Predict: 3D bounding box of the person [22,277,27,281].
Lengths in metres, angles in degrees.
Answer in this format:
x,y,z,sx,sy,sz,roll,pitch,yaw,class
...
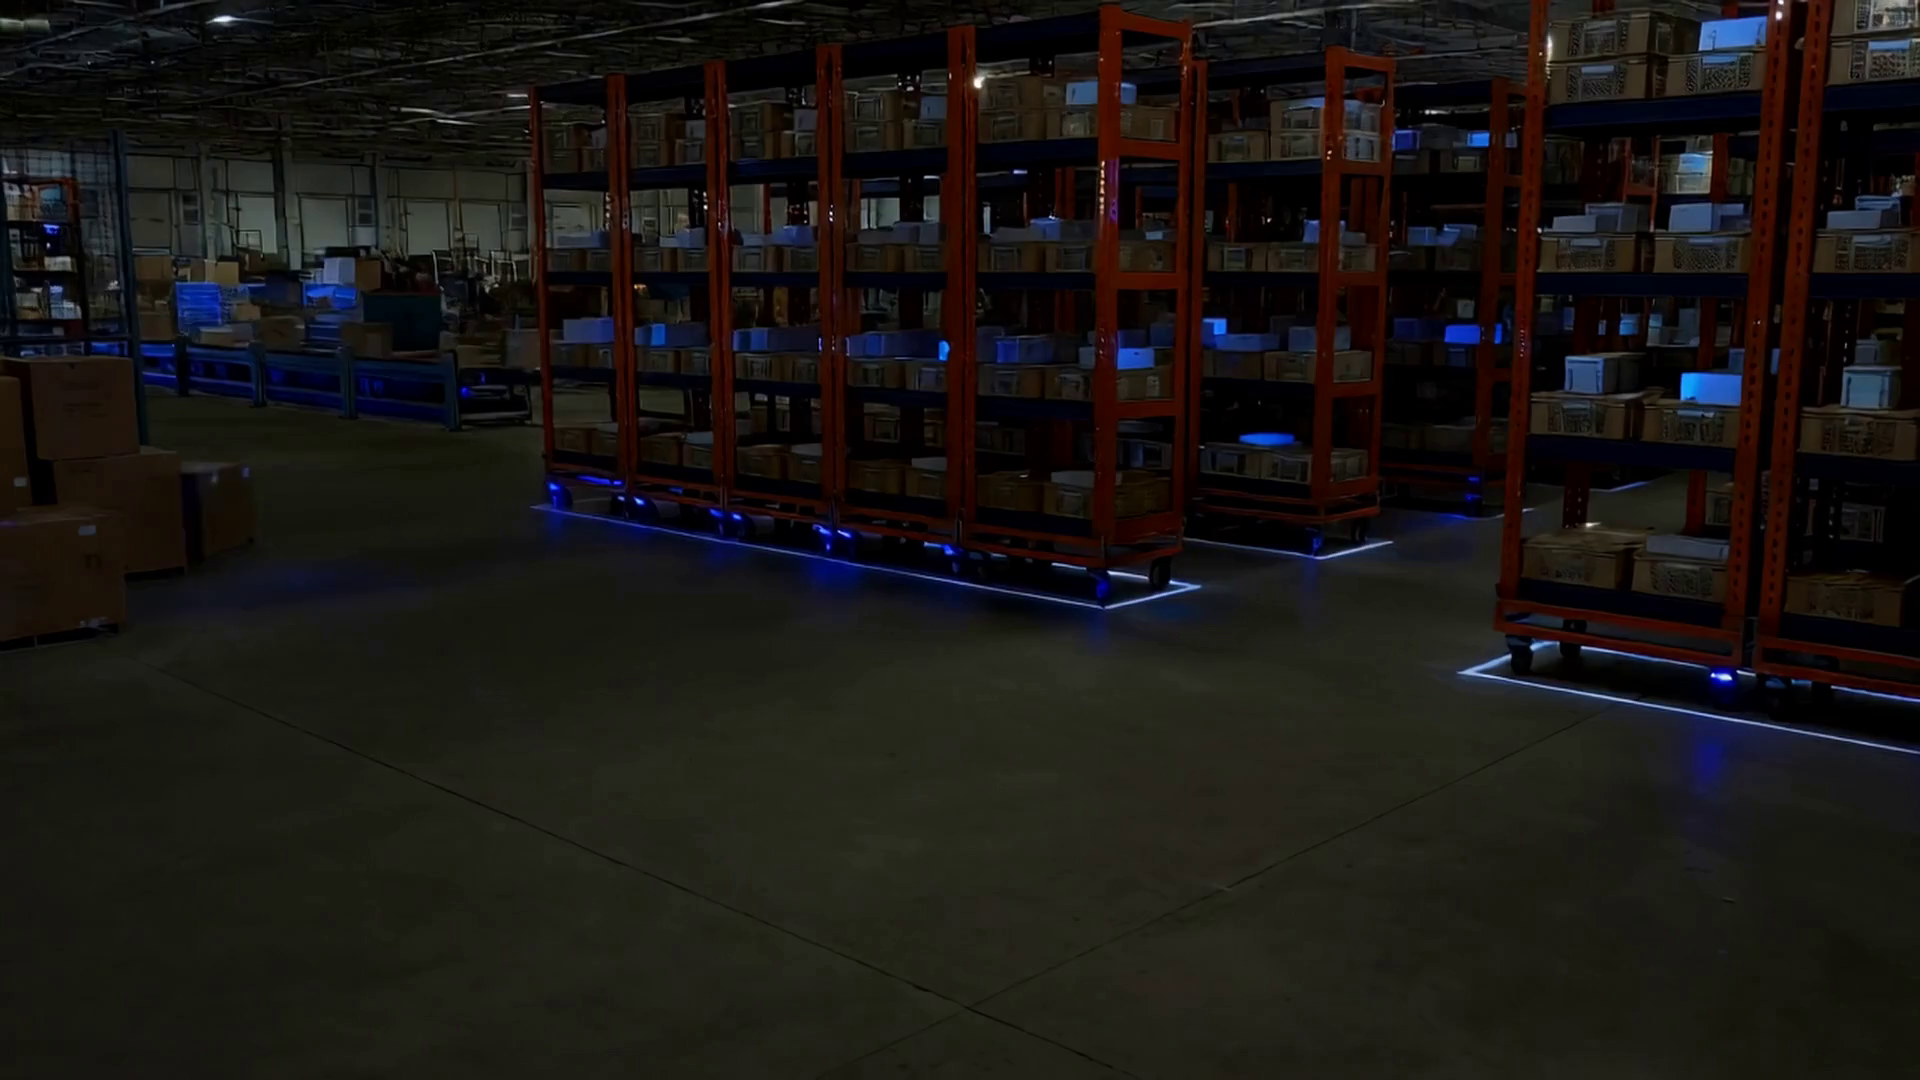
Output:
x,y,z,sx,sy,sz,roll,pitch,yaw,class
-43.409,-11.359,77.069,0.526,1.751,0.690,8,12,39,person

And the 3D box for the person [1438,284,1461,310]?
x,y,z,sx,sy,sz,roll,pitch,yaw,class
8.161,-3.424,27.983,0.431,1.881,0.670,-3,10,-17,person

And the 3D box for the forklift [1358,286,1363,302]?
x,y,z,sx,sy,sz,roll,pitch,yaw,class
11.100,-7.017,46.970,1.873,2.768,1.129,9,13,43,forklift

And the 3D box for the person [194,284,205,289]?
x,y,z,sx,sy,sz,roll,pitch,yaw,class
-22.384,-6.870,49.139,0.597,1.870,0.406,9,13,43,person

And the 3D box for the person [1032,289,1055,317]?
x,y,z,sx,sy,sz,roll,pitch,yaw,class
1.044,-2.407,21.468,0.747,1.978,0.626,-6,11,-33,person

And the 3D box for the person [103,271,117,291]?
x,y,z,sx,sy,sz,roll,pitch,yaw,class
-28.106,-7.948,55.243,1.014,2.000,0.720,-6,11,-32,person

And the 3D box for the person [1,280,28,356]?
x,y,z,sx,sy,sz,roll,pitch,yaw,class
-20.418,-4.688,35.904,0.623,1.835,0.547,9,13,43,person

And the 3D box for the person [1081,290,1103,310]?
x,y,z,sx,sy,sz,roll,pitch,yaw,class
1.667,-2.188,20.631,0.418,1.807,0.600,-6,11,-33,person

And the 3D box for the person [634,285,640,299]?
x,y,z,sx,sy,sz,roll,pitch,yaw,class
-17.606,-13.539,90.120,0.507,1.847,0.343,-1,9,-5,person

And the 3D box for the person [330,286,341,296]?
x,y,z,sx,sy,sz,roll,pitch,yaw,class
-19.603,-7.420,52.316,0.361,1.939,0.542,-4,10,-22,person

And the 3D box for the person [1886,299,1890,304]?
x,y,z,sx,sy,sz,roll,pitch,yaw,class
20.619,-4.819,36.478,0.951,1.900,0.626,7,12,37,person

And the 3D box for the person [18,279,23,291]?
x,y,z,sx,sy,sz,roll,pitch,yaw,class
-40.518,-10.475,71.791,0.316,1.697,0.570,6,11,32,person
